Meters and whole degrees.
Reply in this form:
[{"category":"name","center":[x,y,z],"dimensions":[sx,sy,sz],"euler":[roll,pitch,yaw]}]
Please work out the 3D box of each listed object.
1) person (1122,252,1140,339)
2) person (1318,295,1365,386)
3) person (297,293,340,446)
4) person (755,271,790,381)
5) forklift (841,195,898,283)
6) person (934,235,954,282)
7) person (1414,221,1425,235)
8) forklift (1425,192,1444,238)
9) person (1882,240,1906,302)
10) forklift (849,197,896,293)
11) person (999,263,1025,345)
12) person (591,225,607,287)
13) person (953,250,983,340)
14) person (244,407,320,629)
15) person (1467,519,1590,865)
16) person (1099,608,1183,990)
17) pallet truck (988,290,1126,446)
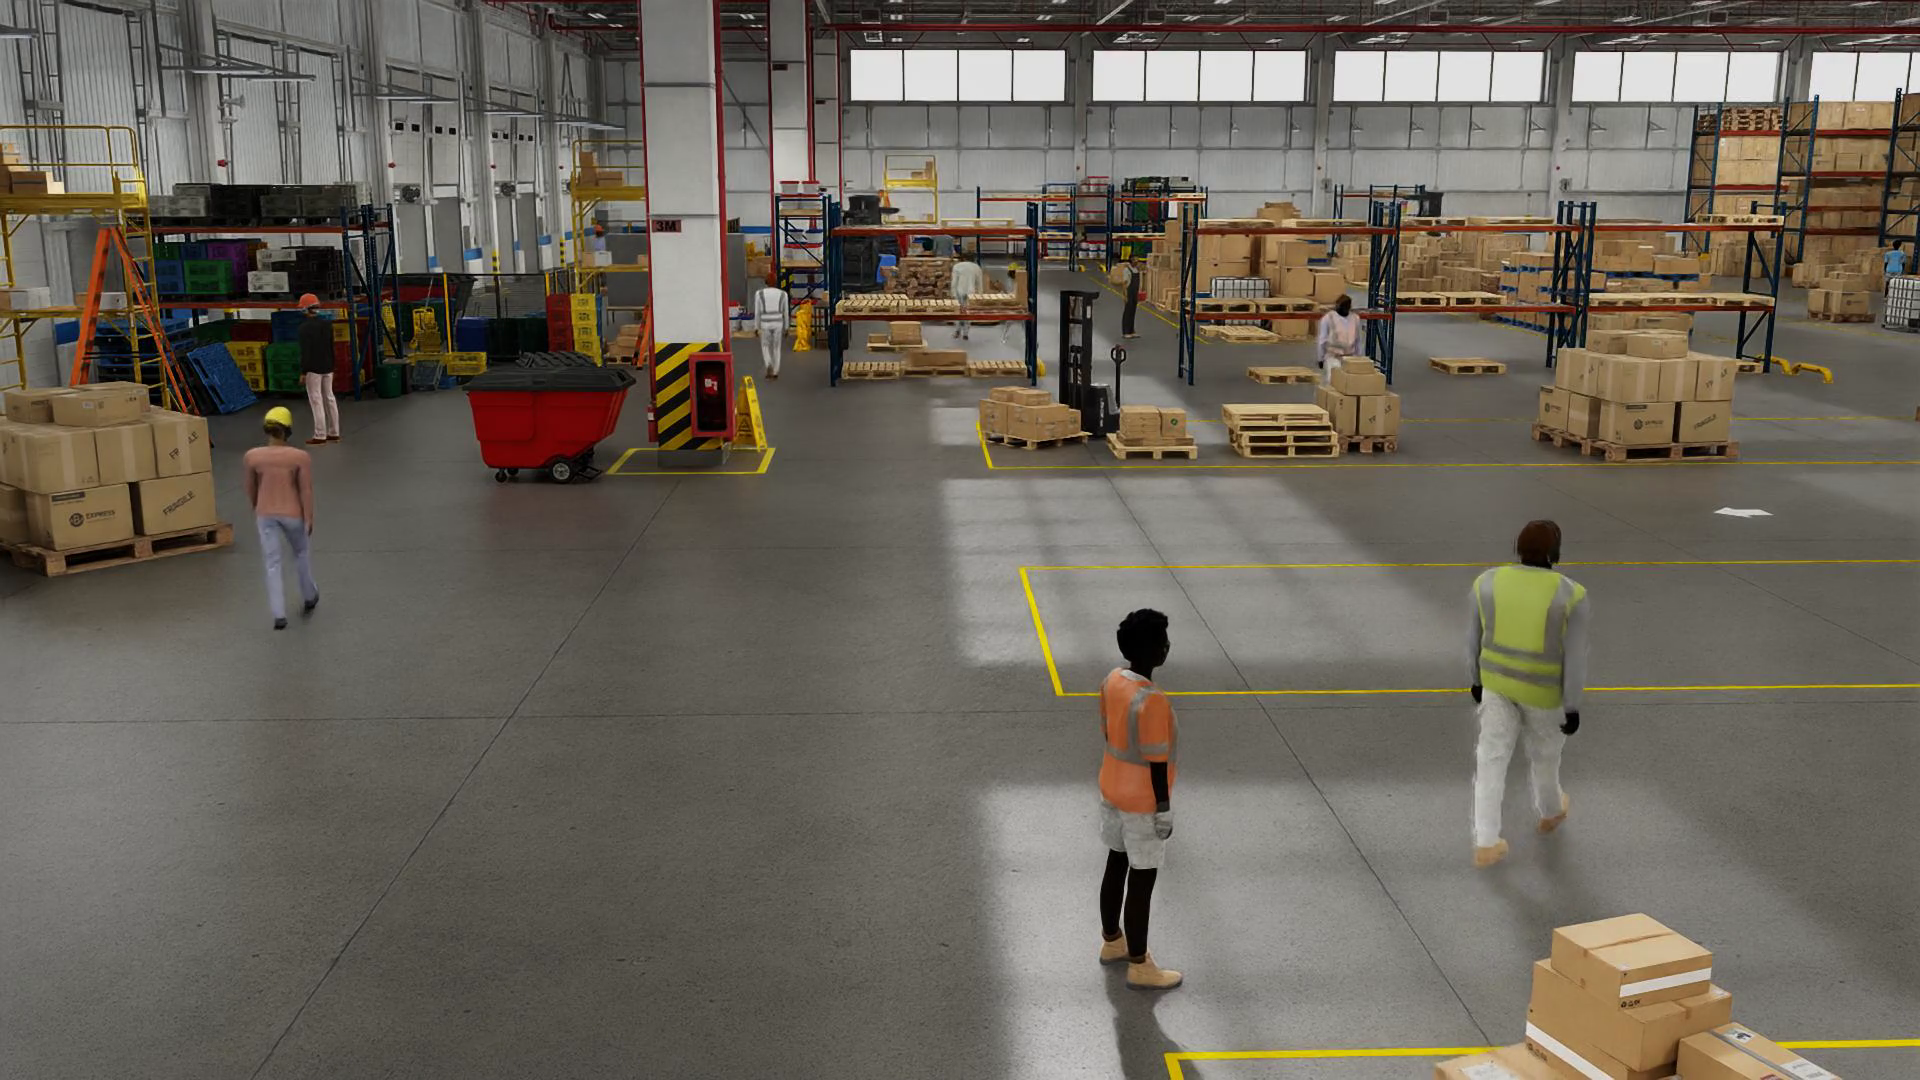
[{"category":"person","center":[3.703,-5.266,35.855],"dimensions":[0.339,1.845,0.507],"euler":[10,16,39]},{"category":"person","center":[5.510,-2.591,23.855],"dimensions":[0.631,1.811,0.873],"euler":[-4,13,-16]},{"category":"person","center":[-8.438,-2.226,21.785],"dimensions":[0.397,1.992,0.622],"euler":[4,13,19]},{"category":"person","center":[-3.238,-3.687,28.659],"dimensions":[0.616,1.866,0.549],"euler":[-3,13,-12]},{"category":"forklift","center":[-3.082,-9.581,52.978],"dimensions":[1.873,2.768,1.129],"euler":[-7,14,-29]},{"category":"person","center":[-0.493,-8.764,51.570],"dimensions":[0.649,1.904,0.697],"euler":[1,13,4]},{"category":"person","center":[16.206,-10.396,58.926],"dimensions":[0.595,1.881,0.895],"euler":[-6,14,-24]},{"category":"forklift","center":[17.051,-11.125,59.952],"dimensions":[1.873,2.768,1.129],"euler":[0,12,-2]},{"category":"person","center":[25.720,-7.393,45.794],"dimensions":[0.535,1.697,0.318],"euler":[5,13,21]},{"category":"forklift","center":[-2.825,-8.797,49.440],"dimensions":[1.129,2.768,1.873],"euler":[8,15,32]},{"category":"person","center":[1.170,-4.930,34.675],"dimensions":[0.506,1.702,0.908],"euler":[9,15,36]},{"category":"person","center":[-11.178,-8.788,51.563],"dimensions":[0.568,1.922,0.523],"euler":[4,13,19]},{"category":"person","center":[0.179,-5.245,35.649],"dimensions":[0.638,1.893,0.602],"euler":[1,13,3]},{"category":"person","center":[-5.403,-0.204,13.288],"dimensions":[0.528,1.720,0.882],"euler":[-3,13,-12]},{"category":"person","center":[2.992,0.763,8.752],"dimensions":[0.650,1.789,0.944],"euler":[9,15,36]},{"category":"person","center":[0.787,1.128,7.321],"dimensions":[0.319,1.697,0.533],"euler":[-4,13,-19]},{"category":"pallet truck","center":[1.257,-2.299,22.111],"dimensions":[1.885,1.965,0.823],"euler":[-9,15,-35]}]
